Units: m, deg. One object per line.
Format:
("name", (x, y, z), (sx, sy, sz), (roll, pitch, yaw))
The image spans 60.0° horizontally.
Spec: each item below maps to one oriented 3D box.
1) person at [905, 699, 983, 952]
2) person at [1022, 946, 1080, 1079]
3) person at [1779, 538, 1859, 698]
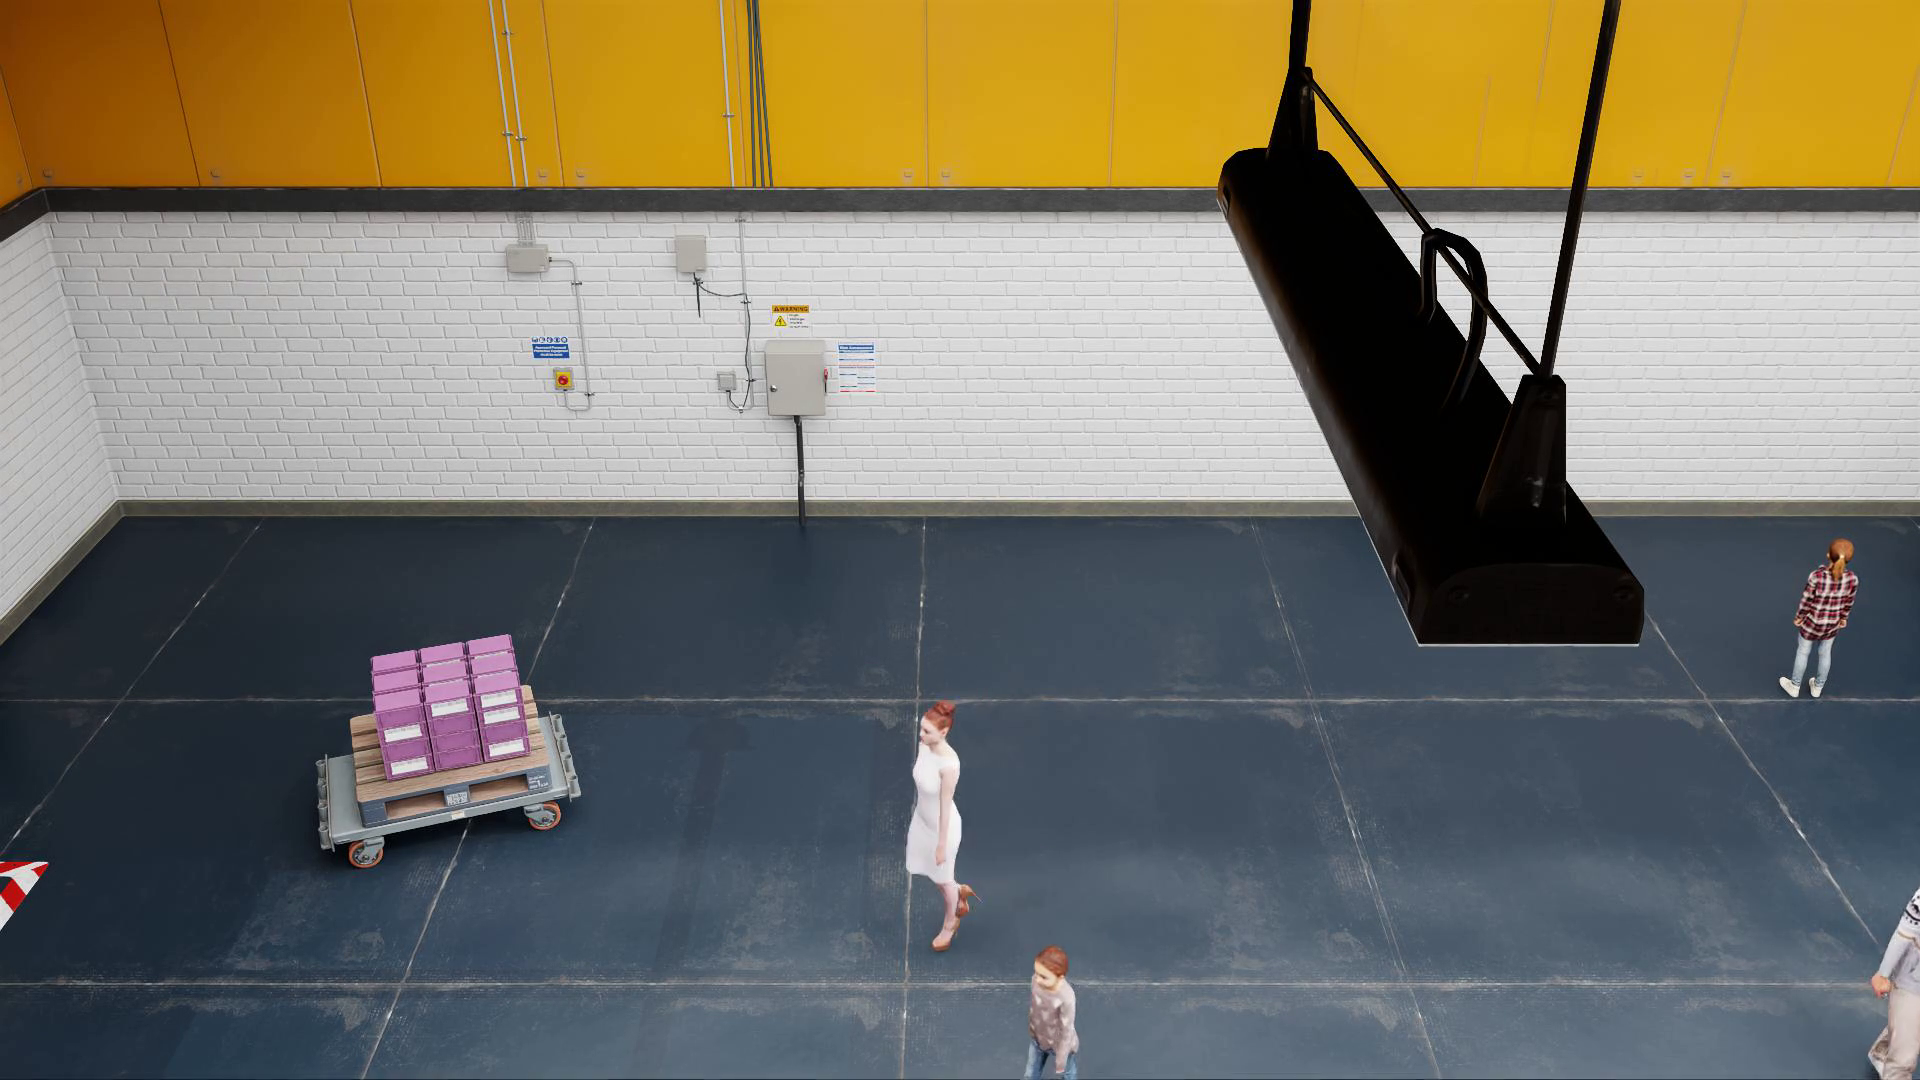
("person", (-0.036, 1.680, 9.796), (0.814, 1.783, 0.772), (-17, 33, -28))
("person", (0.529, 2.594, 8.764), (0.851, 1.168, 0.793), (-25, 37, -38))
("person", (6.383, 0.577, 12.318), (0.544, 1.305, 0.516), (2, 29, 4))
